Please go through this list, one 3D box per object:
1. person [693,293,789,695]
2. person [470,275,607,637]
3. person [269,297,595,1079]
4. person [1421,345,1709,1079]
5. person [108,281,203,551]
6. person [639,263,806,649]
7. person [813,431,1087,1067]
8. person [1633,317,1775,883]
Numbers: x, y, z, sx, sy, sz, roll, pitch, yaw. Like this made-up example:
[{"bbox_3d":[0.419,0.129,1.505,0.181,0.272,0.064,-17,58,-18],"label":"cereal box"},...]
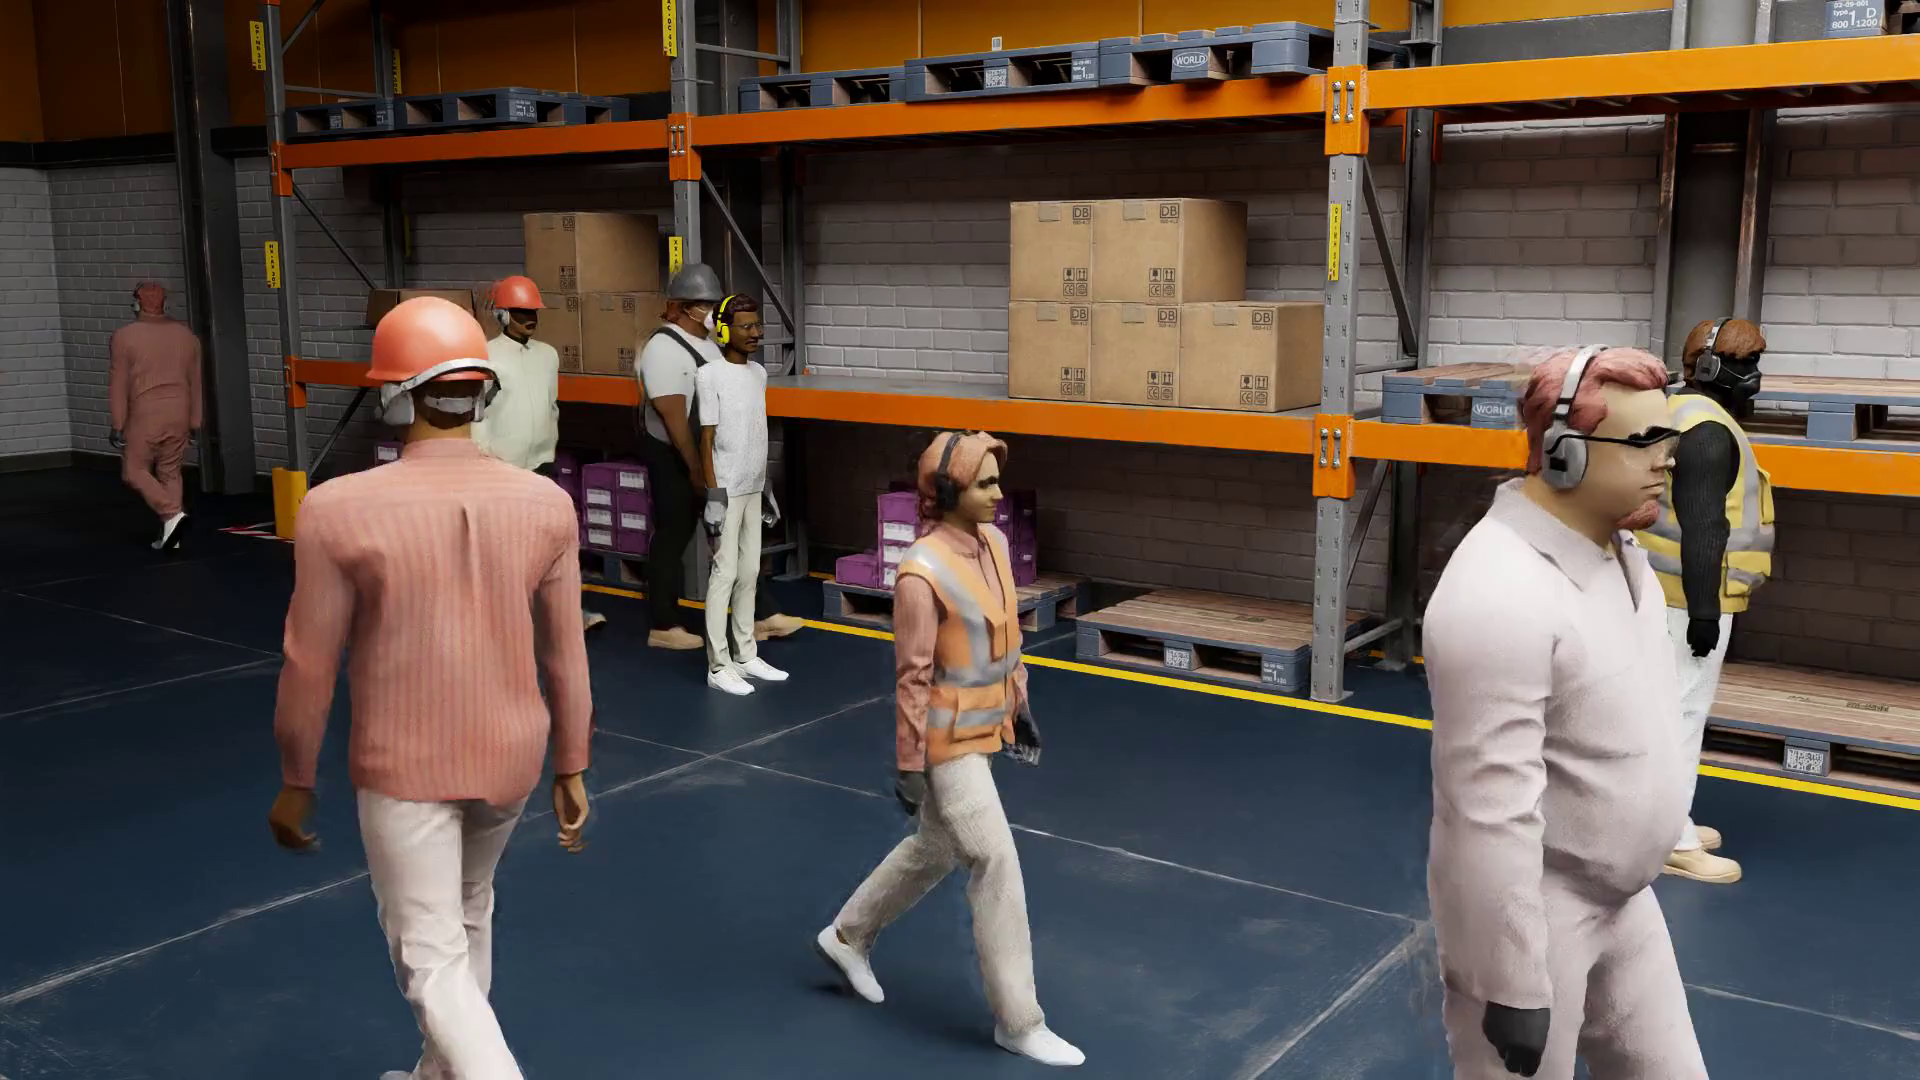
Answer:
[{"bbox_3d":[-1.033,-0.219,7.851,0.328,1.872,0.513,5,11,26],"label":"person"},{"bbox_3d":[-2.351,-0.437,8.934,1.050,1.939,0.643,8,12,39],"label":"person"},{"bbox_3d":[-1.048,0.474,3.495,0.621,1.962,0.980,-9,13,-44],"label":"person"},{"bbox_3d":[1.022,0.620,2.801,0.444,1.887,0.670,8,12,39],"label":"person"},{"bbox_3d":[-5.503,-0.829,11.434,0.534,1.884,0.659,6,11,32],"label":"person"},{"bbox_3d":[-1.252,-0.428,8.590,0.854,2.000,0.695,3,10,20],"label":"person"},{"bbox_3d":[-0.056,0.507,4.307,0.806,1.610,0.513,4,10,21],"label":"person"},{"bbox_3d":[2.456,0.186,5.536,0.430,1.841,0.624,3,10,17],"label":"person"}]
